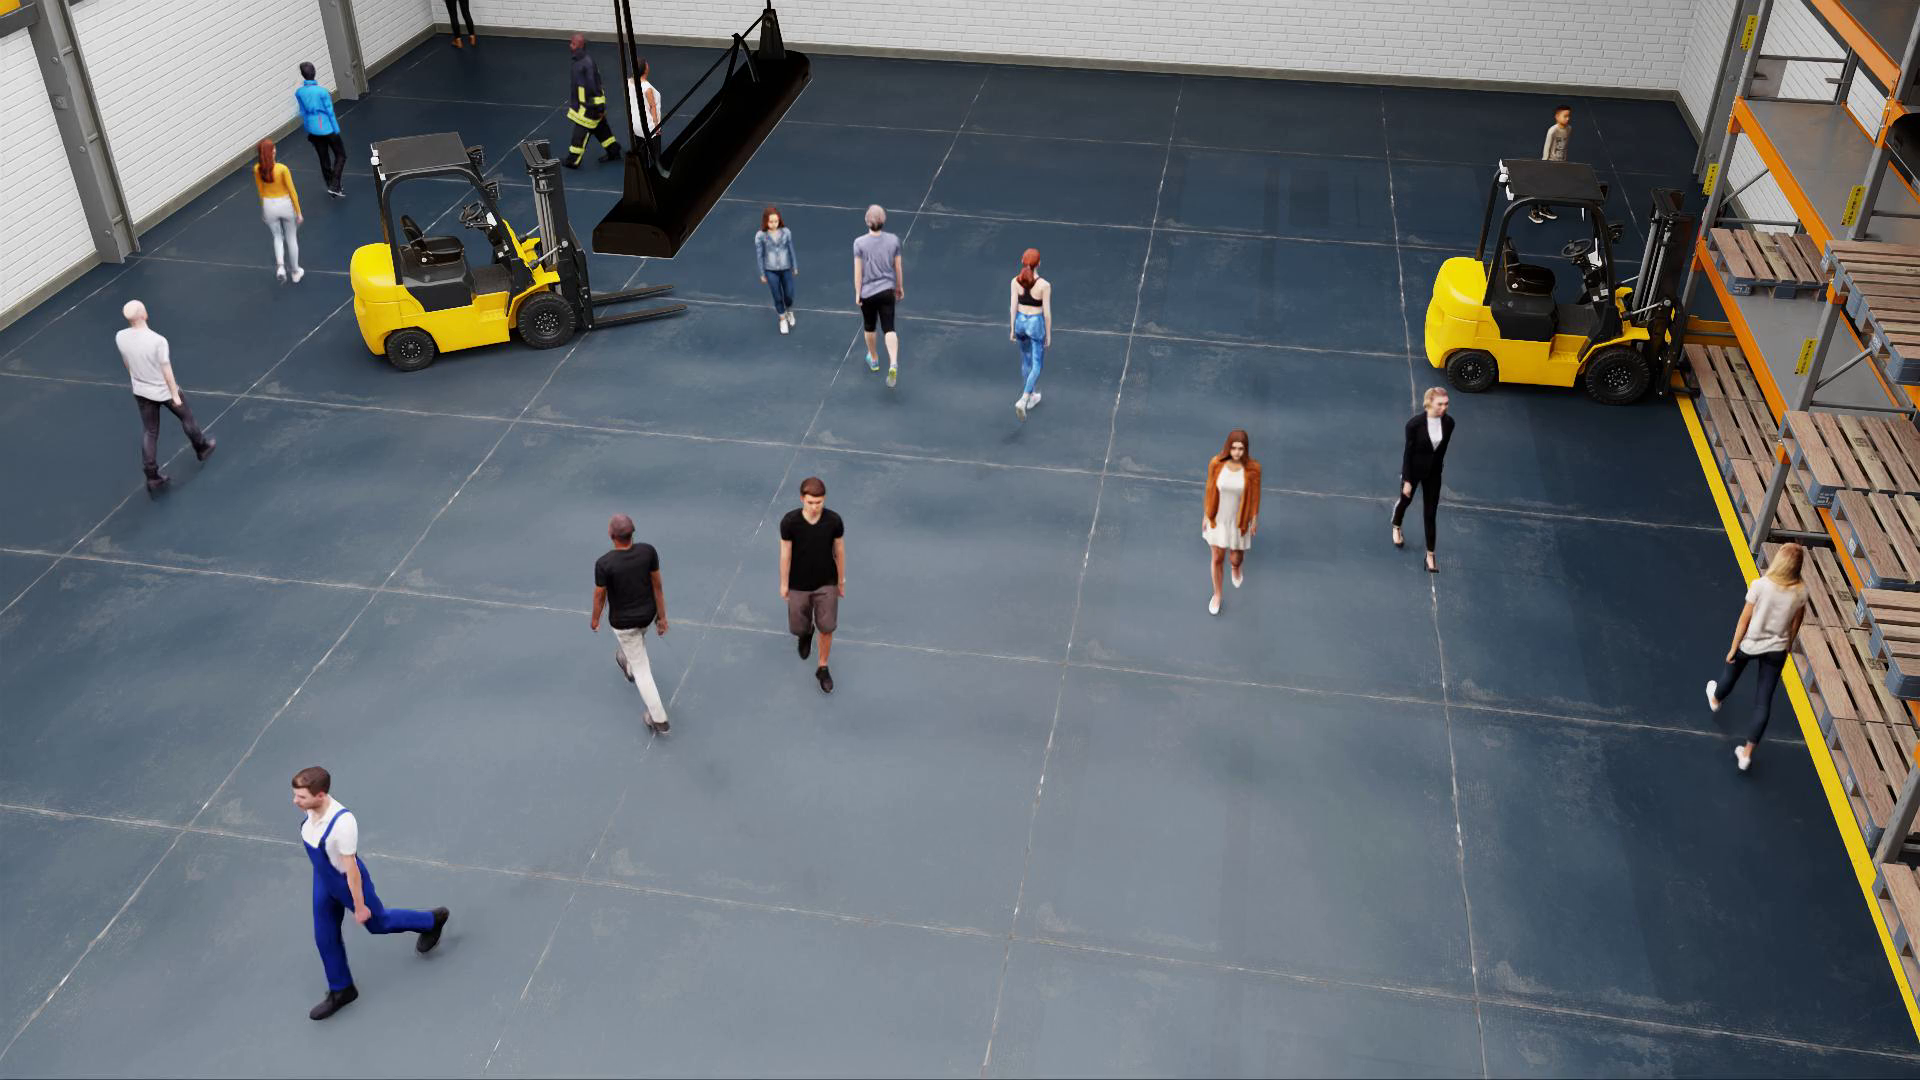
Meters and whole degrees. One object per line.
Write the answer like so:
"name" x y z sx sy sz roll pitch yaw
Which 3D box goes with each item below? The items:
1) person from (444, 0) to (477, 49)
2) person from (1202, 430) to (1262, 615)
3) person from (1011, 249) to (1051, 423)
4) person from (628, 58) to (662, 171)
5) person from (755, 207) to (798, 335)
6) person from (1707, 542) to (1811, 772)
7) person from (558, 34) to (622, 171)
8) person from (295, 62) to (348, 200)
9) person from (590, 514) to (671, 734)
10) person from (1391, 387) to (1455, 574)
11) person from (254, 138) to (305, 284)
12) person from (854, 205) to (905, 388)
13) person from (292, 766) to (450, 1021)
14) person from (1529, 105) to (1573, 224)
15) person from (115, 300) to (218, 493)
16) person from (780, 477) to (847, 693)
"person" -8.092 -8.794 26.654 0.684 1.721 0.722 -17 37 -24
"person" 2.231 -0.219 13.769 0.650 1.704 0.808 9 35 13
"person" 0.667 -1.992 16.377 0.697 1.770 1.057 12 35 17
"person" -4.075 -5.448 21.652 0.763 1.686 0.785 27 42 35
"person" -1.994 -2.981 18.139 0.689 1.466 0.707 -9 35 -14
"person" 5.833 0.870 12.075 0.654 1.765 1.138 7 34 10
"person" -4.872 -5.845 22.168 1.247 1.777 1.235 -17 37 -24
"person" -8.128 -5.155 21.121 0.652 1.787 0.729 4 34 6
"person" -2.401 0.663 12.404 1.228 1.746 1.217 -25 41 -33
"person" 3.933 -0.590 14.362 0.824 1.666 1.109 -4 34 -6
"person" -7.793 -3.713 18.991 0.700 1.741 0.860 -1 34 -1
"person" -0.820 -2.466 17.010 0.942 1.859 1.220 -7 34 -10
"person" -3.694 2.072 10.218 1.056 1.820 1.301 25 41 33
"person" 7.392 -4.711 20.744 0.627 1.463 0.675 -19 38 -26
"person" -7.462 -1.304 15.328 0.674 1.785 1.178 6 34 9
"person" -1.142 0.273 12.897 0.821 1.850 0.970 -4 34 -6
